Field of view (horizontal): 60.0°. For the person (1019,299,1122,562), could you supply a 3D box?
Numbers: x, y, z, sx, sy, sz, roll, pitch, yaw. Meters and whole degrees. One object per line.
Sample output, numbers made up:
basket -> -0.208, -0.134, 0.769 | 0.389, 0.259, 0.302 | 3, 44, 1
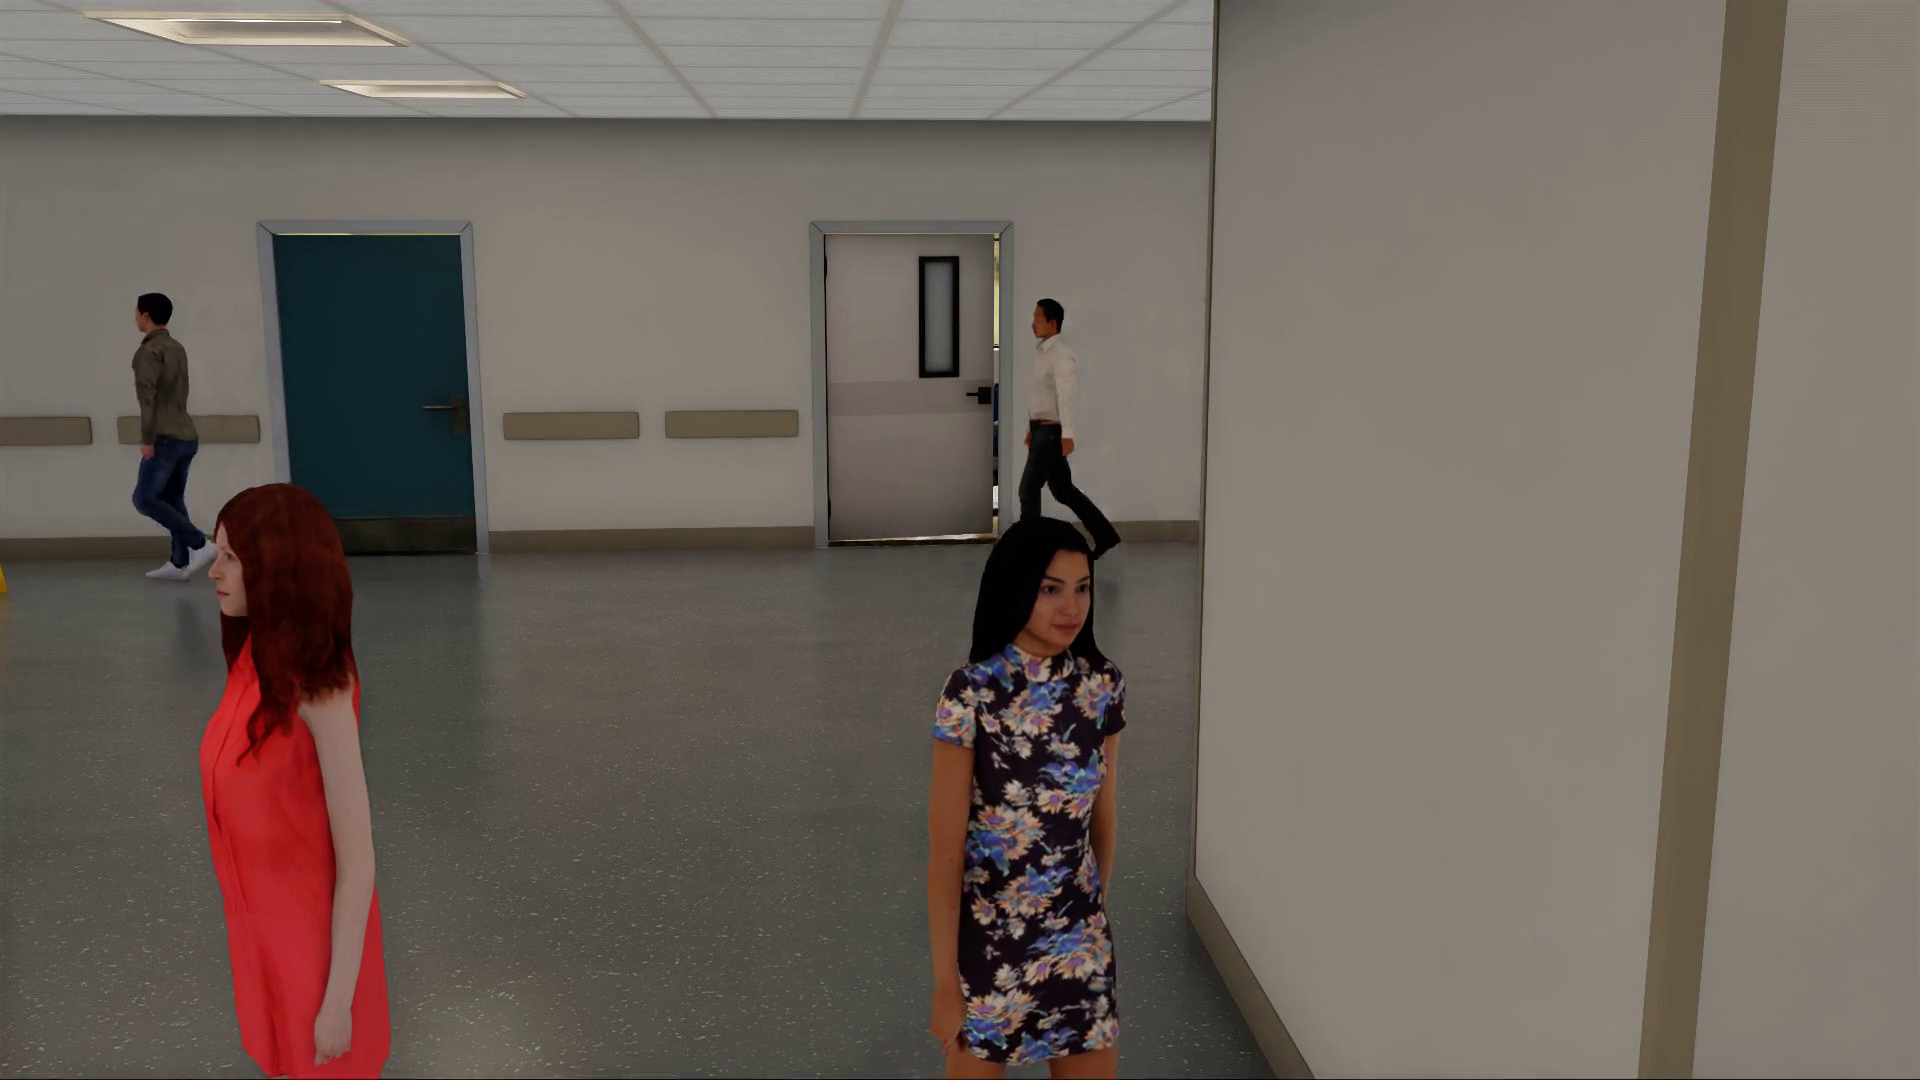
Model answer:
person -> 0.693, -0.671, 10.992 | 1.186, 1.779, 0.774 | -2, 11, -12

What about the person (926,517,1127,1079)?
person -> 0.086, 0.817, 3.379 | 1.149, 1.694, 0.920 | -4, 12, -22

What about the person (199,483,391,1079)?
person -> -1.223, 0.793, 3.149 | 0.694, 1.828, 0.663 | -10, 14, -41

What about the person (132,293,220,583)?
person -> -4.970, -0.635, 10.606 | 0.766, 1.852, 0.716 | 0, 11, -2
